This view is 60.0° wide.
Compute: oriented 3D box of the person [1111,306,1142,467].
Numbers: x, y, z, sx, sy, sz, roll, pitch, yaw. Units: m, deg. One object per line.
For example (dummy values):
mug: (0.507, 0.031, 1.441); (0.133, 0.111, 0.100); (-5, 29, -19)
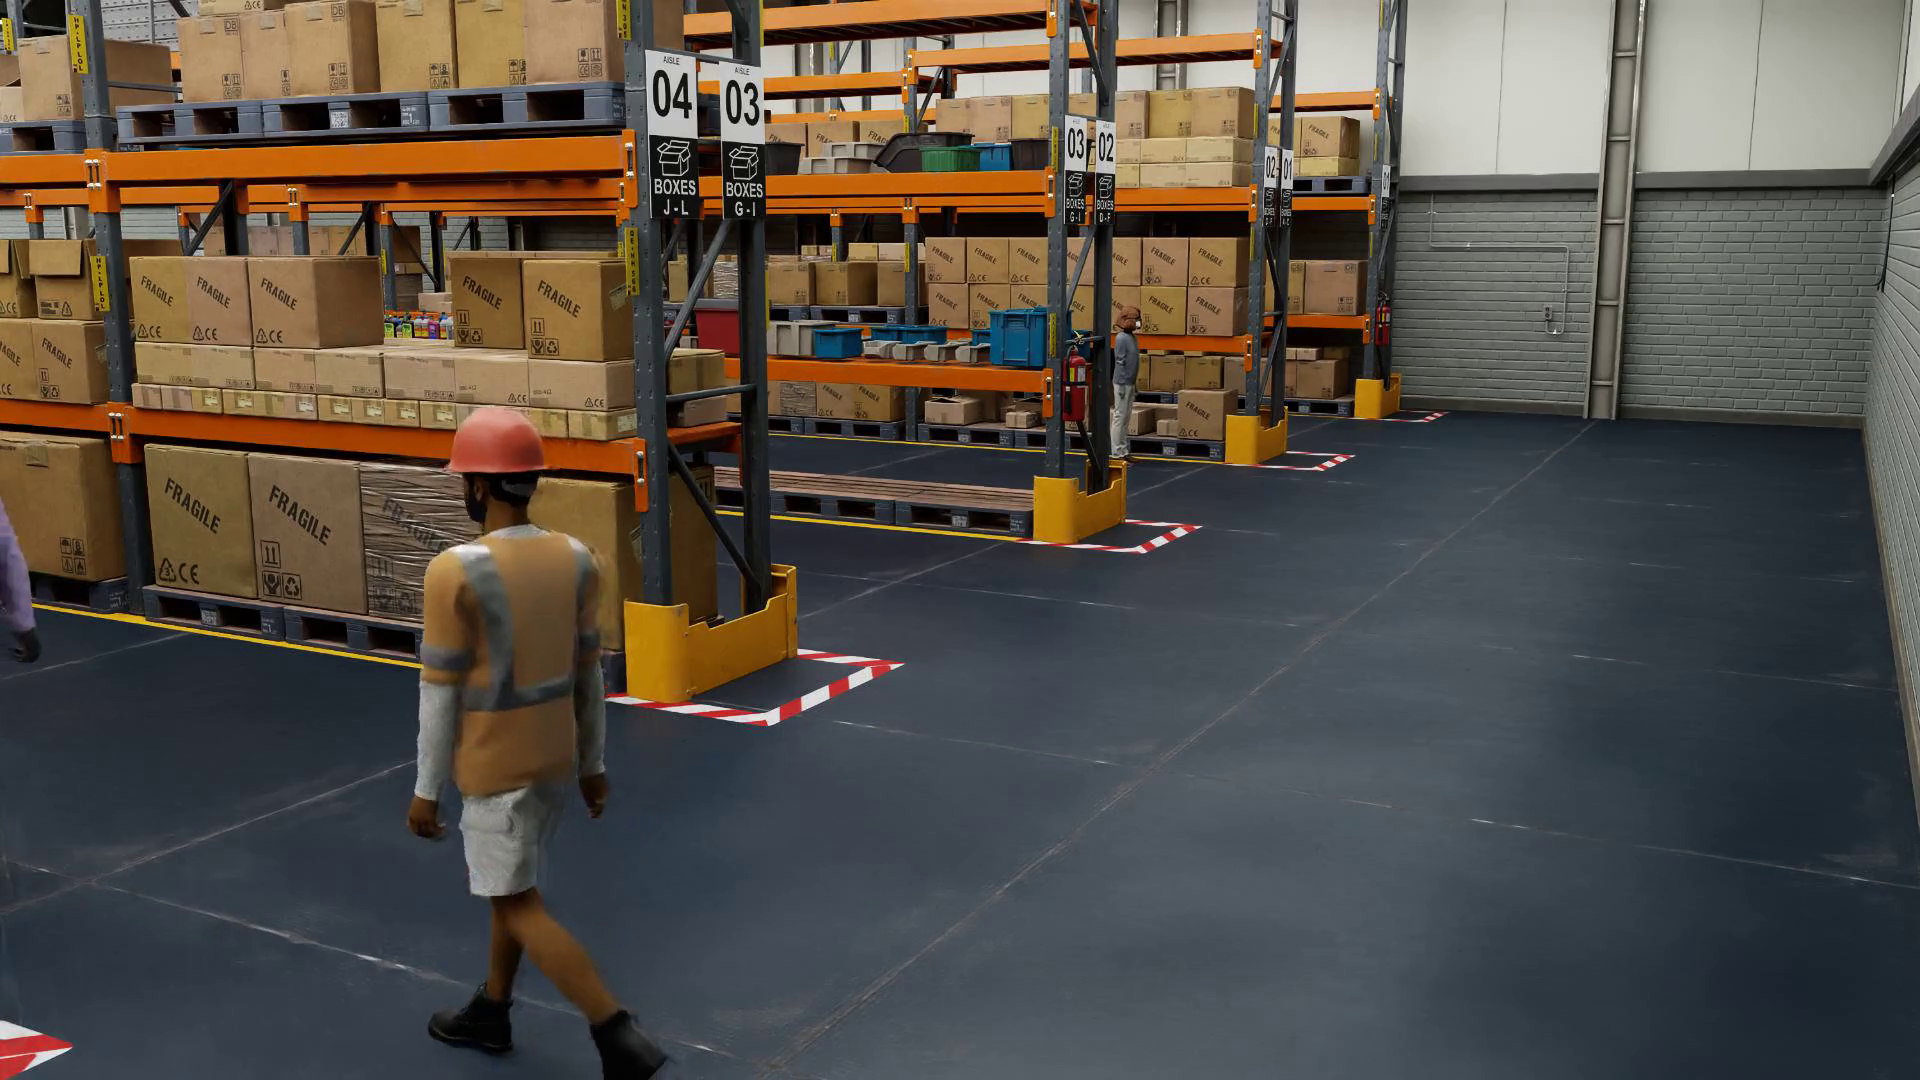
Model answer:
person: (1.714, -1.579, 17.064); (0.281, 1.634, 0.498); (4, 11, 23)

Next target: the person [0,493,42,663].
person: (-3.664, 0.331, 5.989); (0.920, 1.864, 0.683); (7, 12, 32)

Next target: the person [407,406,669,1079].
person: (-1.156, 0.591, 4.516); (0.923, 1.911, 0.544); (6, 12, 28)
